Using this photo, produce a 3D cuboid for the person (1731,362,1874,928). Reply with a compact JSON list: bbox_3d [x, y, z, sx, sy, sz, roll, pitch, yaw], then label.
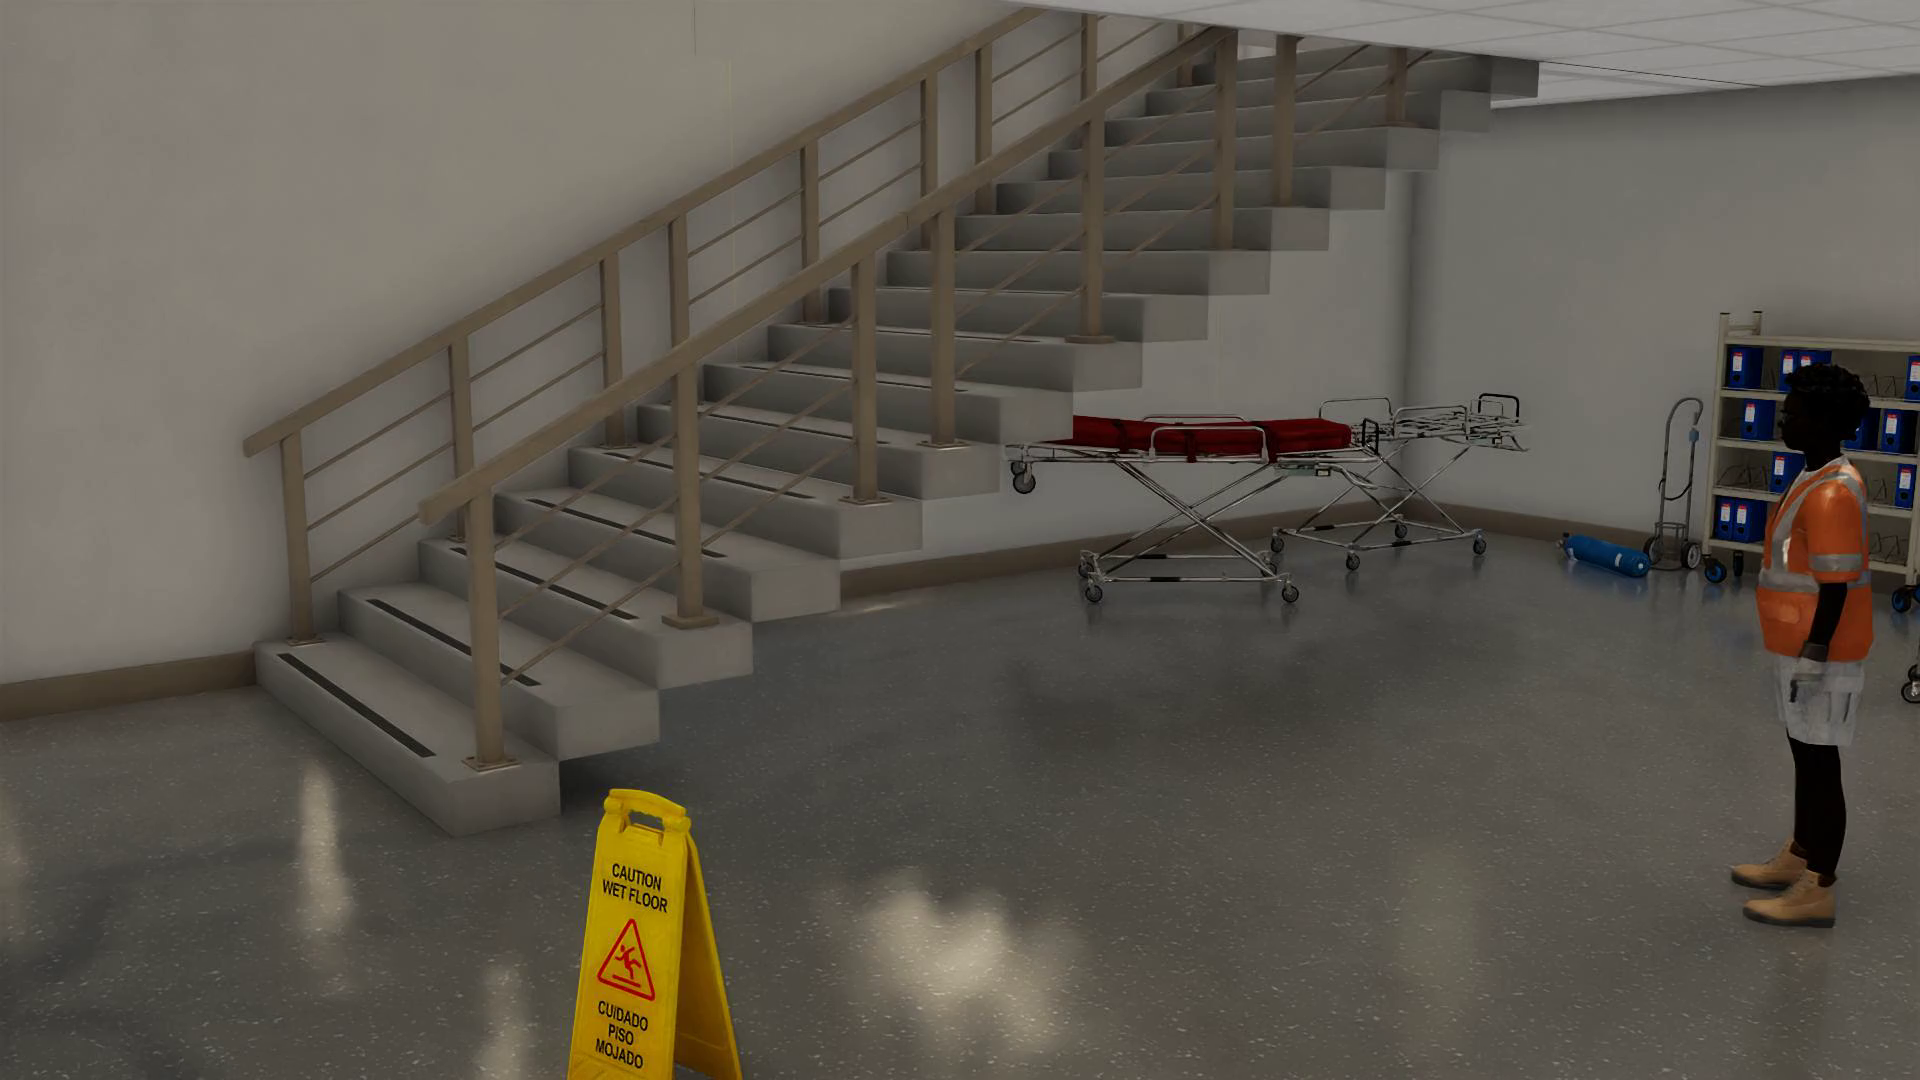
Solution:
[{"bbox_3d":[2.560,0.317,5.007,0.322,1.696,0.536,4,11,22],"label":"person"}]
